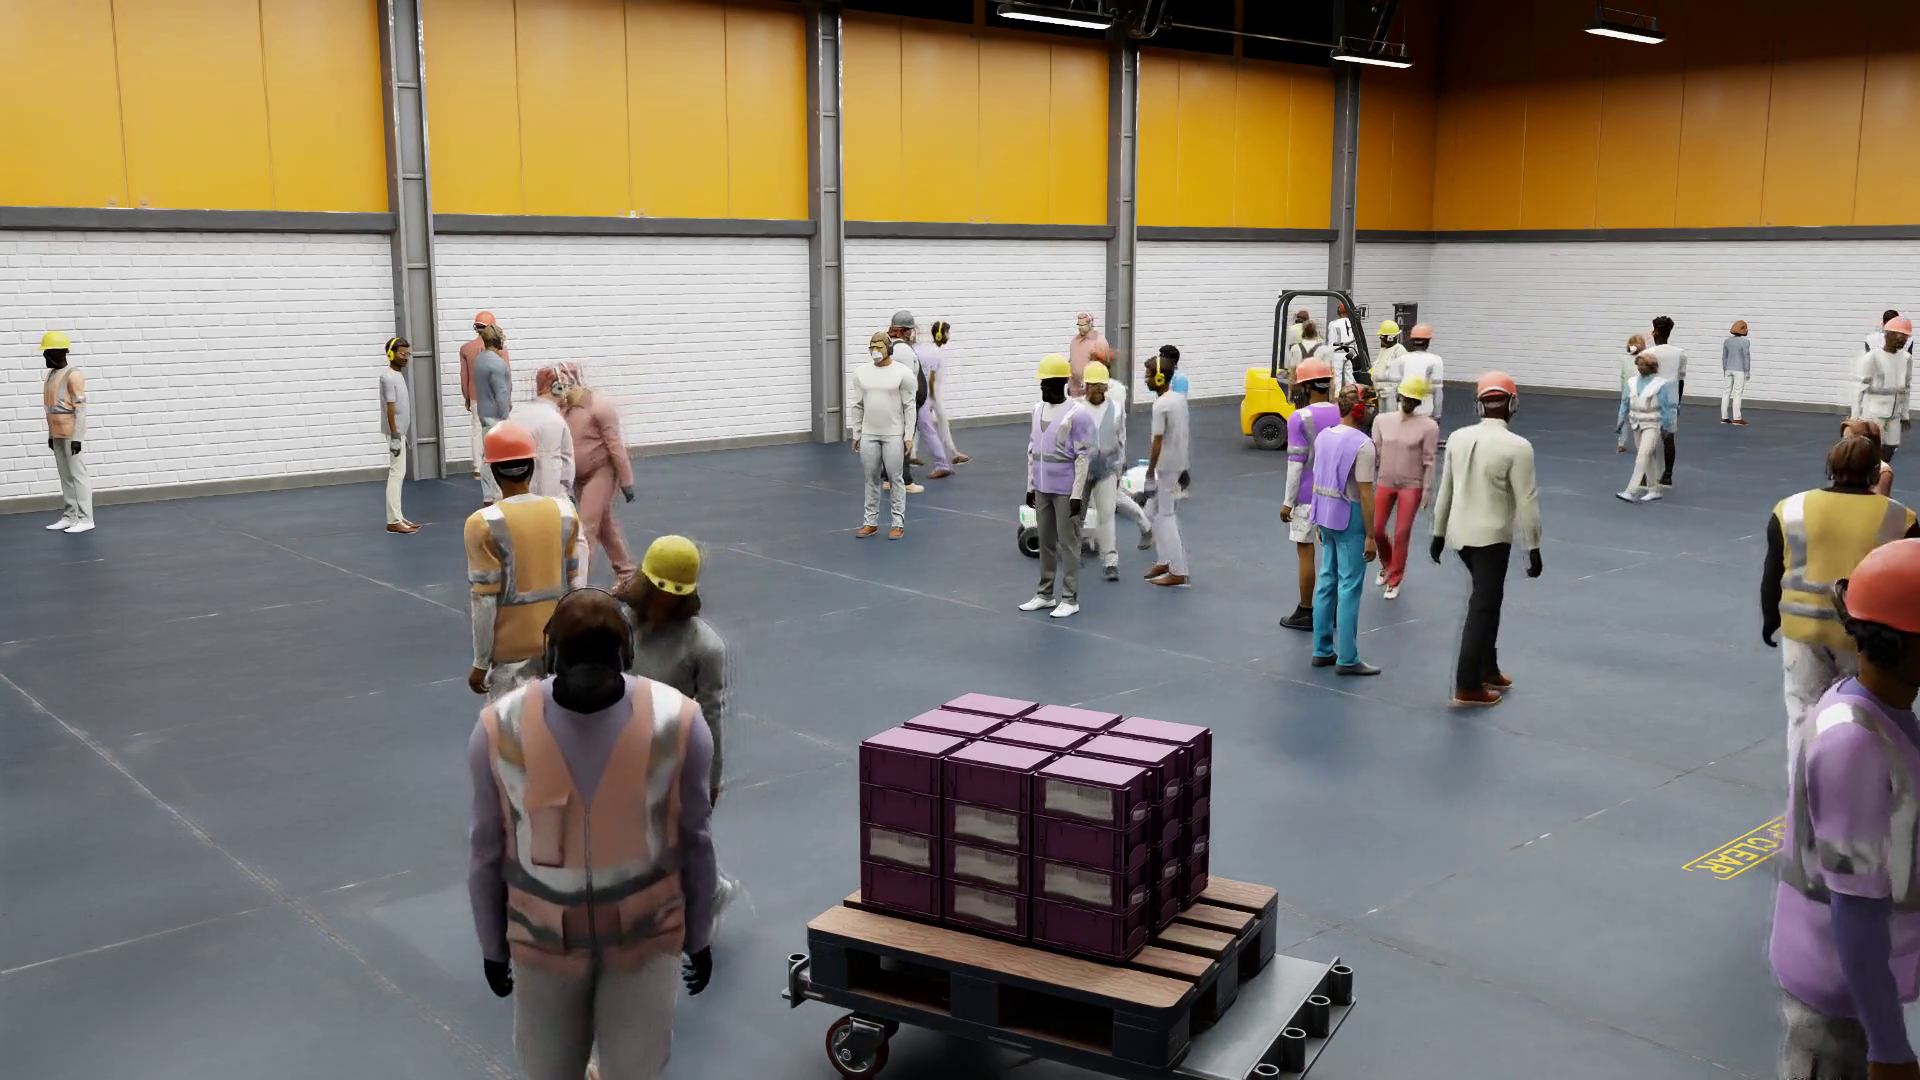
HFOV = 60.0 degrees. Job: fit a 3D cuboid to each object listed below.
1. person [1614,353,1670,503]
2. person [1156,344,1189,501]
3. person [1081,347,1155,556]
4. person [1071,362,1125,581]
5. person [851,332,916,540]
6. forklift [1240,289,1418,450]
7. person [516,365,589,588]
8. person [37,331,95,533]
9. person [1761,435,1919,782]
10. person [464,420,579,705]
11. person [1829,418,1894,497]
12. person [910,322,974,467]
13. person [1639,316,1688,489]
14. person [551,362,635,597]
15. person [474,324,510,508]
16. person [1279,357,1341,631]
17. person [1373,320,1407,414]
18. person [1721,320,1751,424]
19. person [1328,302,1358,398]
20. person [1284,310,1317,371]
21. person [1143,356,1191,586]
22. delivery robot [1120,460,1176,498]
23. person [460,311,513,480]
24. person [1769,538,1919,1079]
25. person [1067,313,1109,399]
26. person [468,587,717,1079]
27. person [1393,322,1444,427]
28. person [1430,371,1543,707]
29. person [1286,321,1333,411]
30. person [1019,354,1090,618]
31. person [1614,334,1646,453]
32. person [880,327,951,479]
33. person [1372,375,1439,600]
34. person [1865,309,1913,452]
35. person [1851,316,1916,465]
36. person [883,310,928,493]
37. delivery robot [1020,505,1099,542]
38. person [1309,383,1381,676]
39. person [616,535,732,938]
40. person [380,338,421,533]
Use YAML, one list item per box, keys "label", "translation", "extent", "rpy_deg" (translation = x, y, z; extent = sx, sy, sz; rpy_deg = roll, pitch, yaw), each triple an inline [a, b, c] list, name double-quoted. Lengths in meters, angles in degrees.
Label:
- label: "person"
  translation: [7.268, -1.186, 17.771]
  extent: [0.837, 1.596, 0.524]
  rpy_deg: [-4, 11, -24]
- label: "person"
  translation: [2.294, -1.272, 18.026]
  extent: [0.326, 1.685, 0.537]
  rpy_deg: [-4, 10, -21]
- label: "person"
  translation: [1.329, -0.774, 14.623]
  extent: [0.845, 1.859, 0.595]
  rpy_deg: [-4, 11, -23]
- label: "person"
  translation: [1.082, -0.585, 13.755]
  extent: [0.595, 1.781, 0.960]
  rpy_deg: [-1, 10, -9]
- label: "person"
  translation: [-0.722, -0.970, 15.514]
  extent: [0.635, 1.938, 0.359]
  rpy_deg: [3, 10, 18]
- label: "forklift"
  translation: [5.034, -2.339, 22.783]
  extent: [2.313, 2.155, 1.214]
  rpy_deg: [3, 10, 16]
- label: "person"
  translation: [-2.828, -0.285, 11.695]
  extent: [0.785, 1.872, 0.656]
  rpy_deg: [-8, 12, -38]
- label: "person"
  translation: [-8.558, -1.031, 15.907]
  extent: [0.587, 1.928, 0.363]
  rpy_deg: [7, 12, 36]
- label: "person"
  translation: [3.999, 0.433, 7.610]
  extent: [0.650, 1.833, 0.454]
  rpy_deg: [6, 12, 32]
- label: "person"
  translation: [-1.904, 0.446, 7.238]
  extent: [0.375, 1.934, 0.547]
  rpy_deg: [8, 13, 41]
- label: "person"
  translation: [5.646, 0.046, 10.483]
  extent: [0.318, 1.630, 0.512]
  rpy_deg: [-2, 10, -10]
- label: "person"
  translation: [-0.272, -1.815, 20.813]
  extent: [0.938, 1.811, 0.681]
  rpy_deg: [-2, 10, -14]
- label: "person"
  translation: [7.905, -1.550, 18.829]
  extent: [0.604, 1.966, 0.367]
  rpy_deg: [-2, 10, -14]
- label: "person"
  translation: [-2.868, -0.430, 12.656]
  extent: [0.655, 1.836, 0.957]
  rpy_deg: [9, 13, 43]
- label: "person"
  translation: [-4.785, -1.250, 17.156]
  extent: [0.364, 1.939, 0.636]
  rpy_deg: [-7, 12, -35]
- label: "person"
  translation: [2.494, -0.320, 11.740]
  extent: [0.543, 1.930, 0.372]
  rpy_deg: [-5, 11, -26]
- label: "person"
  translation: [5.425, -1.858, 21.040]
  extent: [0.404, 1.829, 0.591]
  rpy_deg: [-2, 10, -11]
- label: "person"
  translation: [12.203, -2.633, 26.142]
  extent: [0.279, 1.634, 0.498]
  rpy_deg: [-4, 10, -22]
- label: "person"
  translation: [6.386, -3.037, 27.783]
  extent: [0.574, 1.883, 0.355]
  rpy_deg: [-3, 10, -18]
- label: "person"
  translation: [5.188, -2.642, 25.728]
  extent: [0.740, 1.807, 0.433]
  rpy_deg: [-7, 12, -37]
- label: "person"
  translation: [1.597, -0.545, 13.296]
  extent: [0.535, 1.845, 0.568]
  rpy_deg: [4, 11, 24]
- label: "delivery robot"
  translation: [1.870, -0.577, 16.988]
  extent: [0.707, 0.478, 0.477]
  rpy_deg: [-7, 12, -36]
- label: "person"
  translation: [-5.567, -1.698, 19.613]
  extent: [0.615, 1.994, 0.381]
  rpy_deg: [1, 10, 6]
- label: "person"
  translation: [2.089, 1.006, 3.812]
  extent: [0.623, 2.034, 0.633]
  rpy_deg: [7, 12, 34]
- label: "person"
  translation: [1.636, -2.026, 21.812]
  extent: [0.407, 1.902, 0.638]
  rpy_deg: [-9, 13, -43]
- label: "person"
  translation: [-0.945, 1.002, 4.330]
  extent: [0.628, 1.823, 0.719]
  rpy_deg: [-1, 10, -8]
- label: "person"
  translation: [5.003, -1.429, 18.290]
  extent: [0.553, 1.916, 0.676]
  rpy_deg: [6, 11, 32]
- label: "person"
  translation: [3.159, -0.006, 9.821]
  extent: [0.710, 1.951, 0.700]
  rpy_deg: [-5, 11, -25]
- label: "person"
  translation: [4.521, -1.879, 21.224]
  extent: [0.695, 1.811, 0.380]
  rpy_deg: [3, 10, 19]
- label: "person"
  translation: [0.695, -0.398, 12.201]
  extent: [0.367, 1.927, 0.587]
  rpy_deg: [-8, 13, -39]
- label: "person"
  translation: [9.139, -1.979, 22.409]
  extent: [0.781, 1.604, 0.511]
  rpy_deg: [-8, 13, -40]
- label: "person"
  translation: [-0.582, -1.629, 19.647]
  extent: [1.020, 1.852, 0.641]
  rpy_deg: [-4, 10, -20]
- label: "person"
  translation: [3.388, -0.411, 12.792]
  extent: [0.540, 1.741, 0.411]
  rpy_deg: [6, 11, 30]
- label: "person"
  translation: [12.464, -2.134, 22.389]
  extent: [0.587, 1.920, 0.397]
  rpy_deg: [3, 10, 16]
- label: "person"
  translation: [9.612, -1.326, 17.444]
  extent: [0.785, 2.013, 0.474]
  rpy_deg: [-2, 10, -13]
- label: "person"
  translation: [-0.627, -1.557, 18.653]
  extent: [0.535, 2.000, 0.684]
  rpy_deg: [-5, 11, -27]
- label: "delivery robot"
  translation: [0.886, -0.186, 14.701]
  extent: [0.707, 0.478, 0.477]
  rpy_deg: [0, 10, 1]
- label: "person"
  translation: [2.421, -0.067, 10.505]
  extent: [0.375, 1.841, 0.575]
  rpy_deg: [-4, 10, -22]
- label: "person"
  translation: [-1.034, 0.788, 5.966]
  extent: [0.517, 1.692, 0.808]
  rpy_deg: [5, 11, 26]
- label: "person"
  translation: [-5.365, -0.997, 15.900]
  extent: [0.315, 1.863, 0.534]
  rpy_deg: [-2, 10, -11]
